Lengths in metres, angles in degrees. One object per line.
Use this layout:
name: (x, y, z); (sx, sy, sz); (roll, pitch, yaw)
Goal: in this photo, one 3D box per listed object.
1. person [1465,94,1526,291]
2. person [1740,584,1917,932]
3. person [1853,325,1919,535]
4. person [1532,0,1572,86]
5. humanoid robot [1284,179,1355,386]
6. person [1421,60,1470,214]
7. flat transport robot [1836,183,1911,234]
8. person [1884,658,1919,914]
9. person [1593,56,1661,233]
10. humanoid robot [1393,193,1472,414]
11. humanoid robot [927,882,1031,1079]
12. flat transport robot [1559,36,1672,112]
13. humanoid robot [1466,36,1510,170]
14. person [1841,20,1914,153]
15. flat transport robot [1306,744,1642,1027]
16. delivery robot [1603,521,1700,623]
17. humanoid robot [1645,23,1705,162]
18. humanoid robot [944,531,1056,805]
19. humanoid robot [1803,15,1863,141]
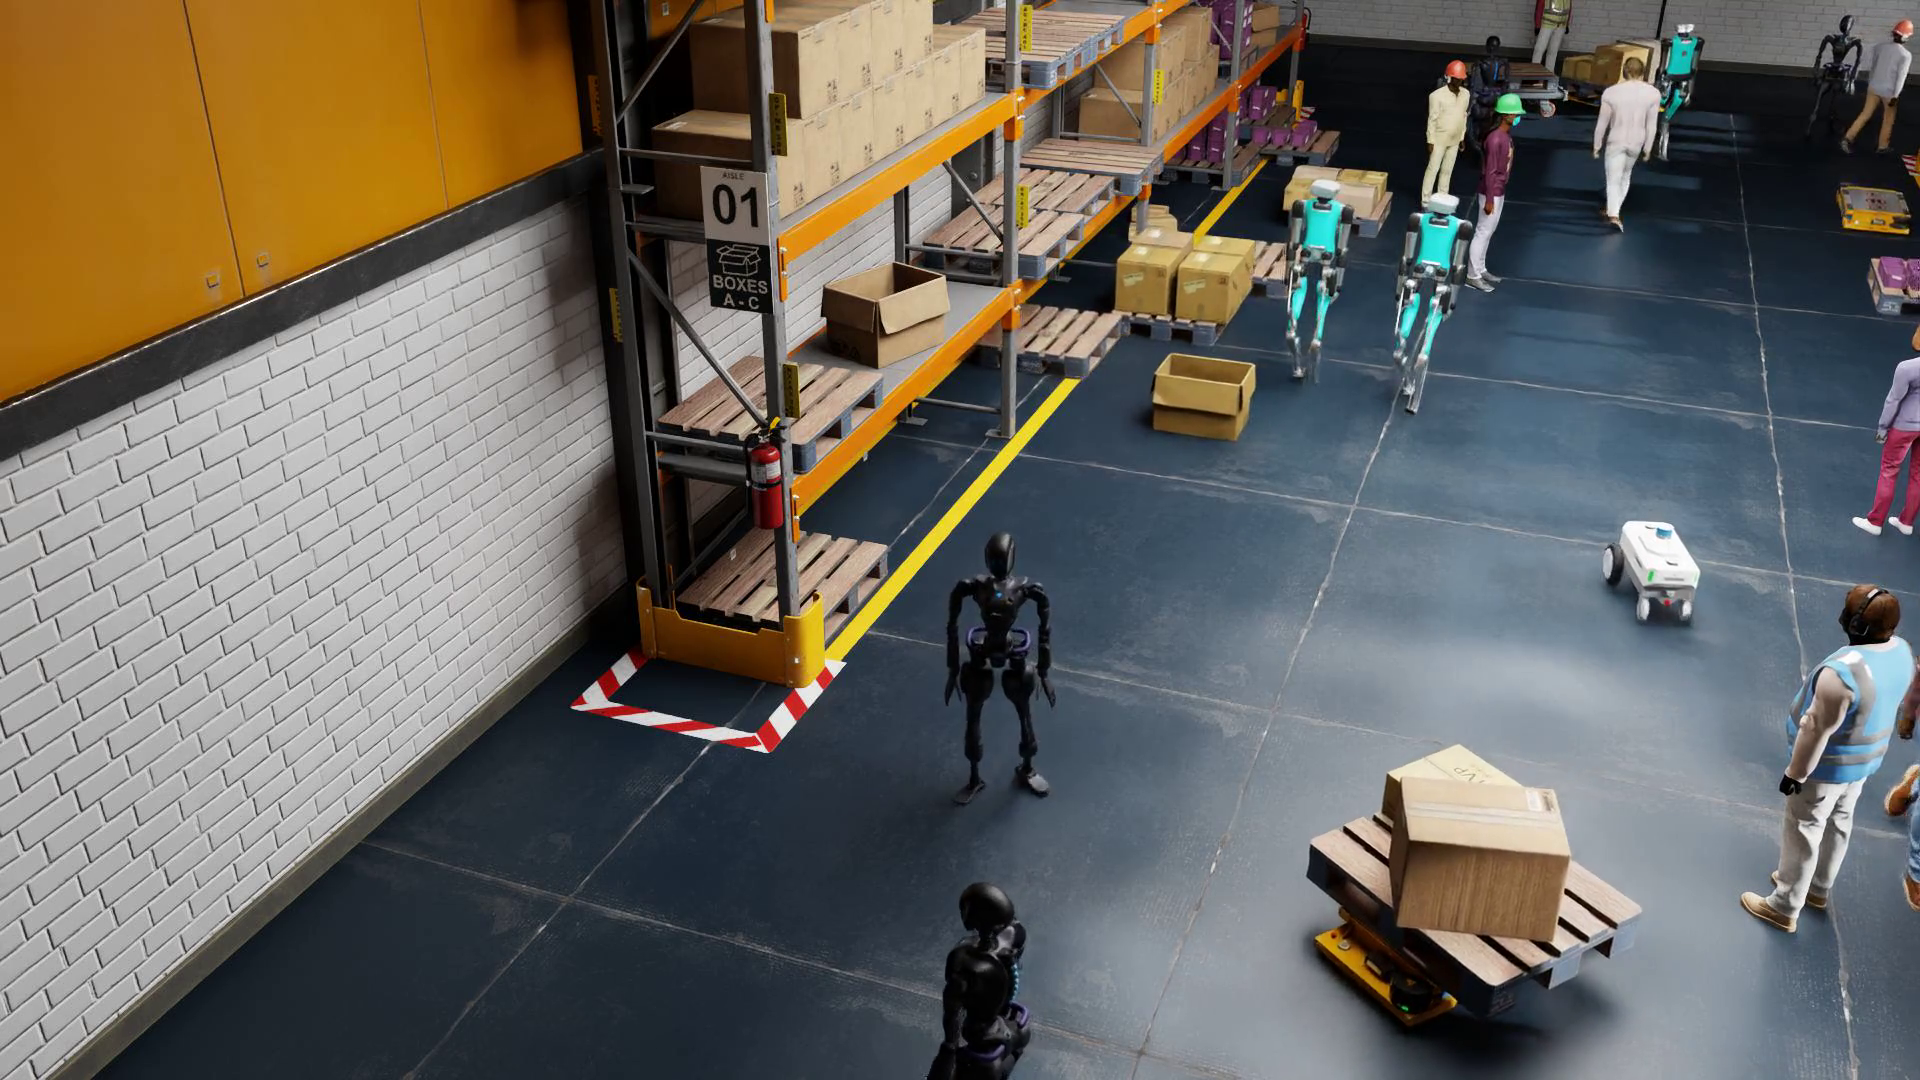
person: (5.345, -3.501, 16.708); (0.427, 1.949, 0.498); (14, 31, 26)
person: (4.194, 1.046, 8.020); (0.628, 1.837, 0.429); (-16, 31, -28)
person: (6.755, -0.793, 11.806); (0.498, 1.629, 0.288); (-2, 27, -4)
person: (8.947, -7.774, 25.114); (0.630, 1.843, 0.429); (-9, 29, -18)
humanoid robot: (3.013, -2.107, 14.357); (0.542, 1.898, 0.725); (10, 29, 19)
person: (5.576, -4.604, 19.059); (0.561, 1.751, 0.324); (-13, 30, -24)
flat transport robot: (10.506, -3.813, 19.147); (0.659, 0.231, 1.431); (10, 29, 19)
person: (5.015, 0.849, 8.297); (0.620, 1.939, 0.880); (7, 28, 12)
person: (7.394, -4.390, 18.503); (0.624, 1.896, 0.895); (3, 27, 5)
humanoid robot: (3.866, -1.902, 13.935); (0.551, 1.876, 0.817); (11, 29, 21)
humanoid robot: (0.092, 1.984, 6.397); (0.658, 1.641, 0.599); (16, 31, 28)
flat transport robot: (9.442, -6.410, 24.184); (0.659, 0.231, 1.431); (-14, 31, -25)
humanoid robot: (6.616, -5.449, 20.782); (0.590, 1.638, 0.460); (-7, 28, -14)
person: (11.907, -5.838, 21.484); (0.798, 1.724, 0.556); (-13, 30, -24)
flat transport robot: (2.497, 1.870, 8.124); (1.431, 0.231, 0.659); (-15, 31, -27)
delivery robot: (4.656, 0.168, 11.133); (0.499, 0.614, 0.803); (2, 27, 5)
humanoid robot: (9.070, -5.807, 21.455); (0.549, 1.804, 0.900); (-1, 27, -1)
humanoid robot: (0.213, 0.673, 8.902); (0.603, 1.643, 0.375); (1, 27, 2)
humanoid robot: (11.677, -6.163, 22.216); (0.589, 1.642, 0.637); (20, 33, 34)
